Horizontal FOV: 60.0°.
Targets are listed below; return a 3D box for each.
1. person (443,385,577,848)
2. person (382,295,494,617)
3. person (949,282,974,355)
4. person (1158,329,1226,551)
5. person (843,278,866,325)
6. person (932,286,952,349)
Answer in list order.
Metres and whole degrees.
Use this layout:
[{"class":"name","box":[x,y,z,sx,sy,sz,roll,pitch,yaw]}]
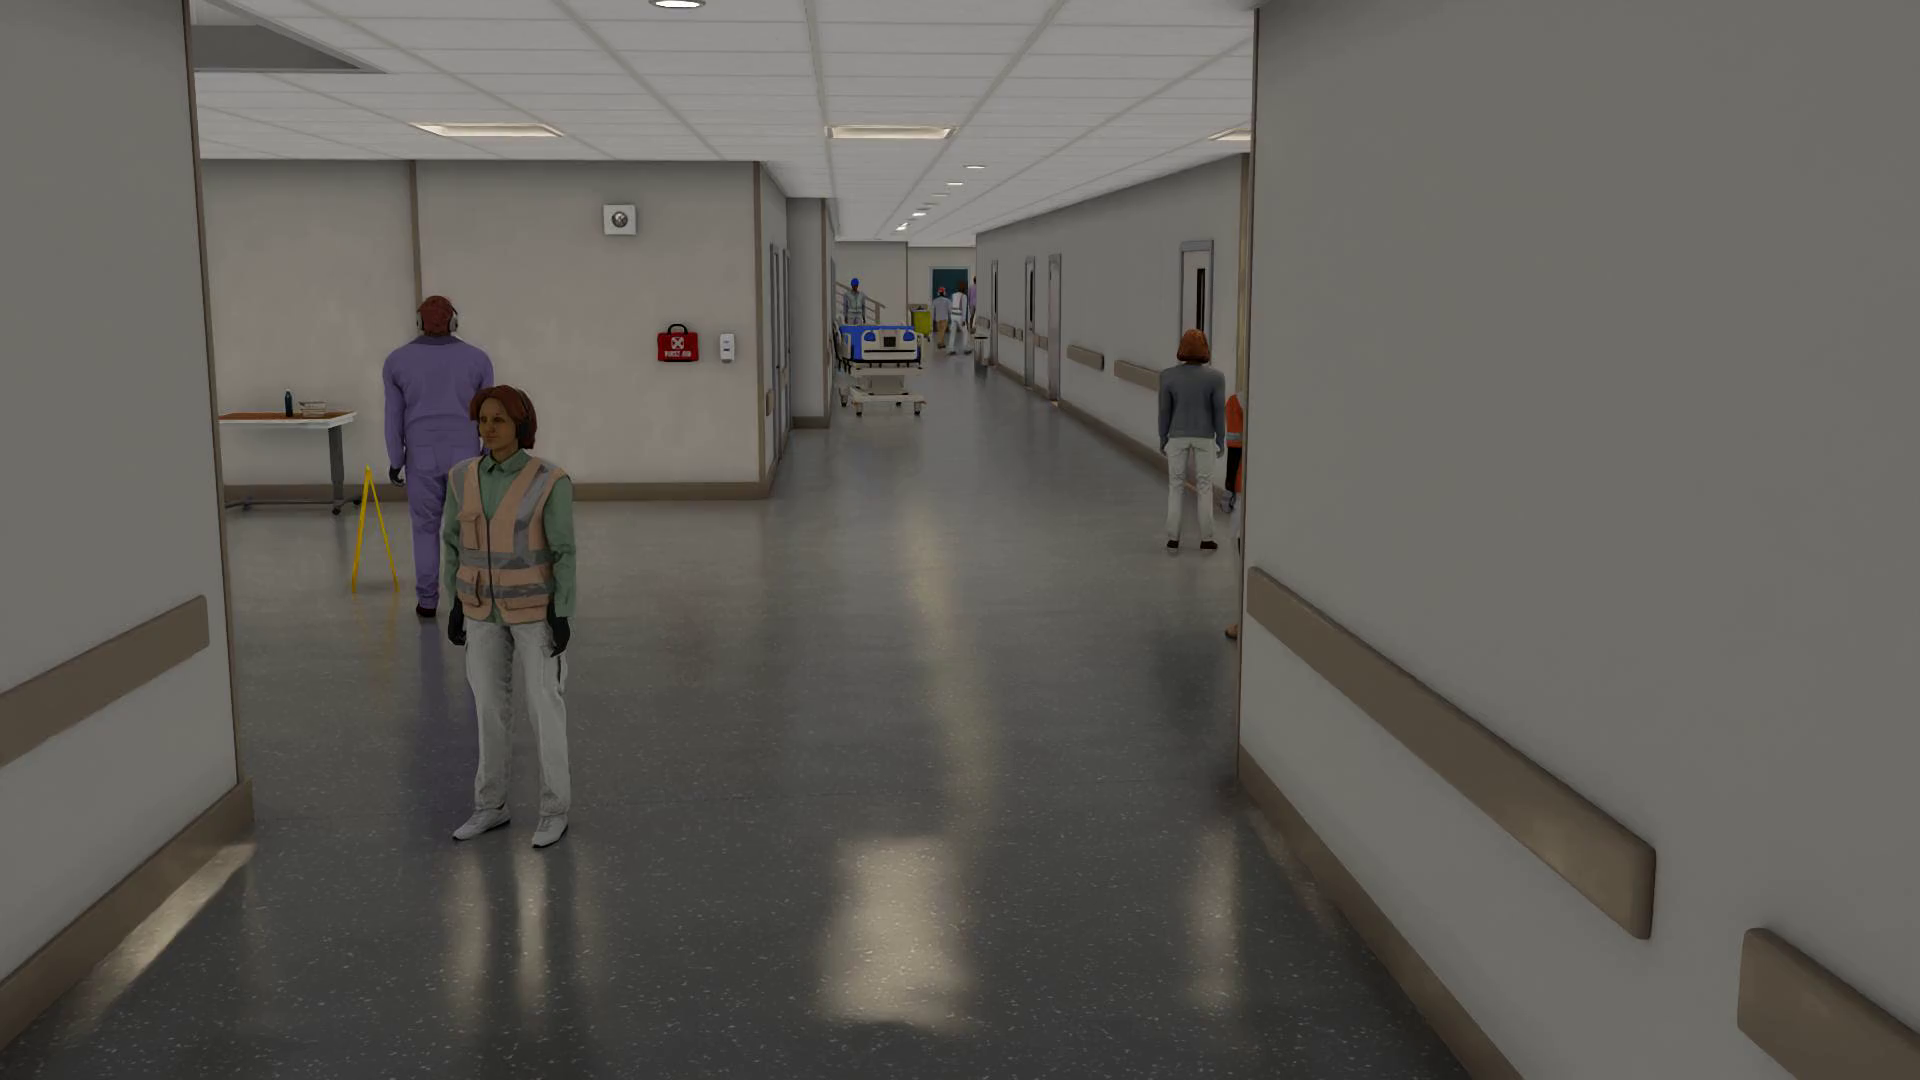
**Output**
[{"class":"person","box":[-1.596,0.268,5.918,0.515,1.645,0.309,3,9,16]},{"class":"person","box":[-3.070,-0.496,9.893,0.652,1.906,0.402,-3,9,-17]},{"class":"person","box":[0.040,-5.606,42.186,0.608,1.827,0.904,8,12,40]},{"class":"person","box":[1.701,-0.727,12.201,0.504,1.633,0.279,2,9,14]},{"class":"person","box":[-2.718,-5.772,42.899,0.605,1.943,0.402,-4,10,-21]},{"class":"person","box":[-0.514,-6.124,45.816,0.554,1.718,0.871,4,10,24]}]
